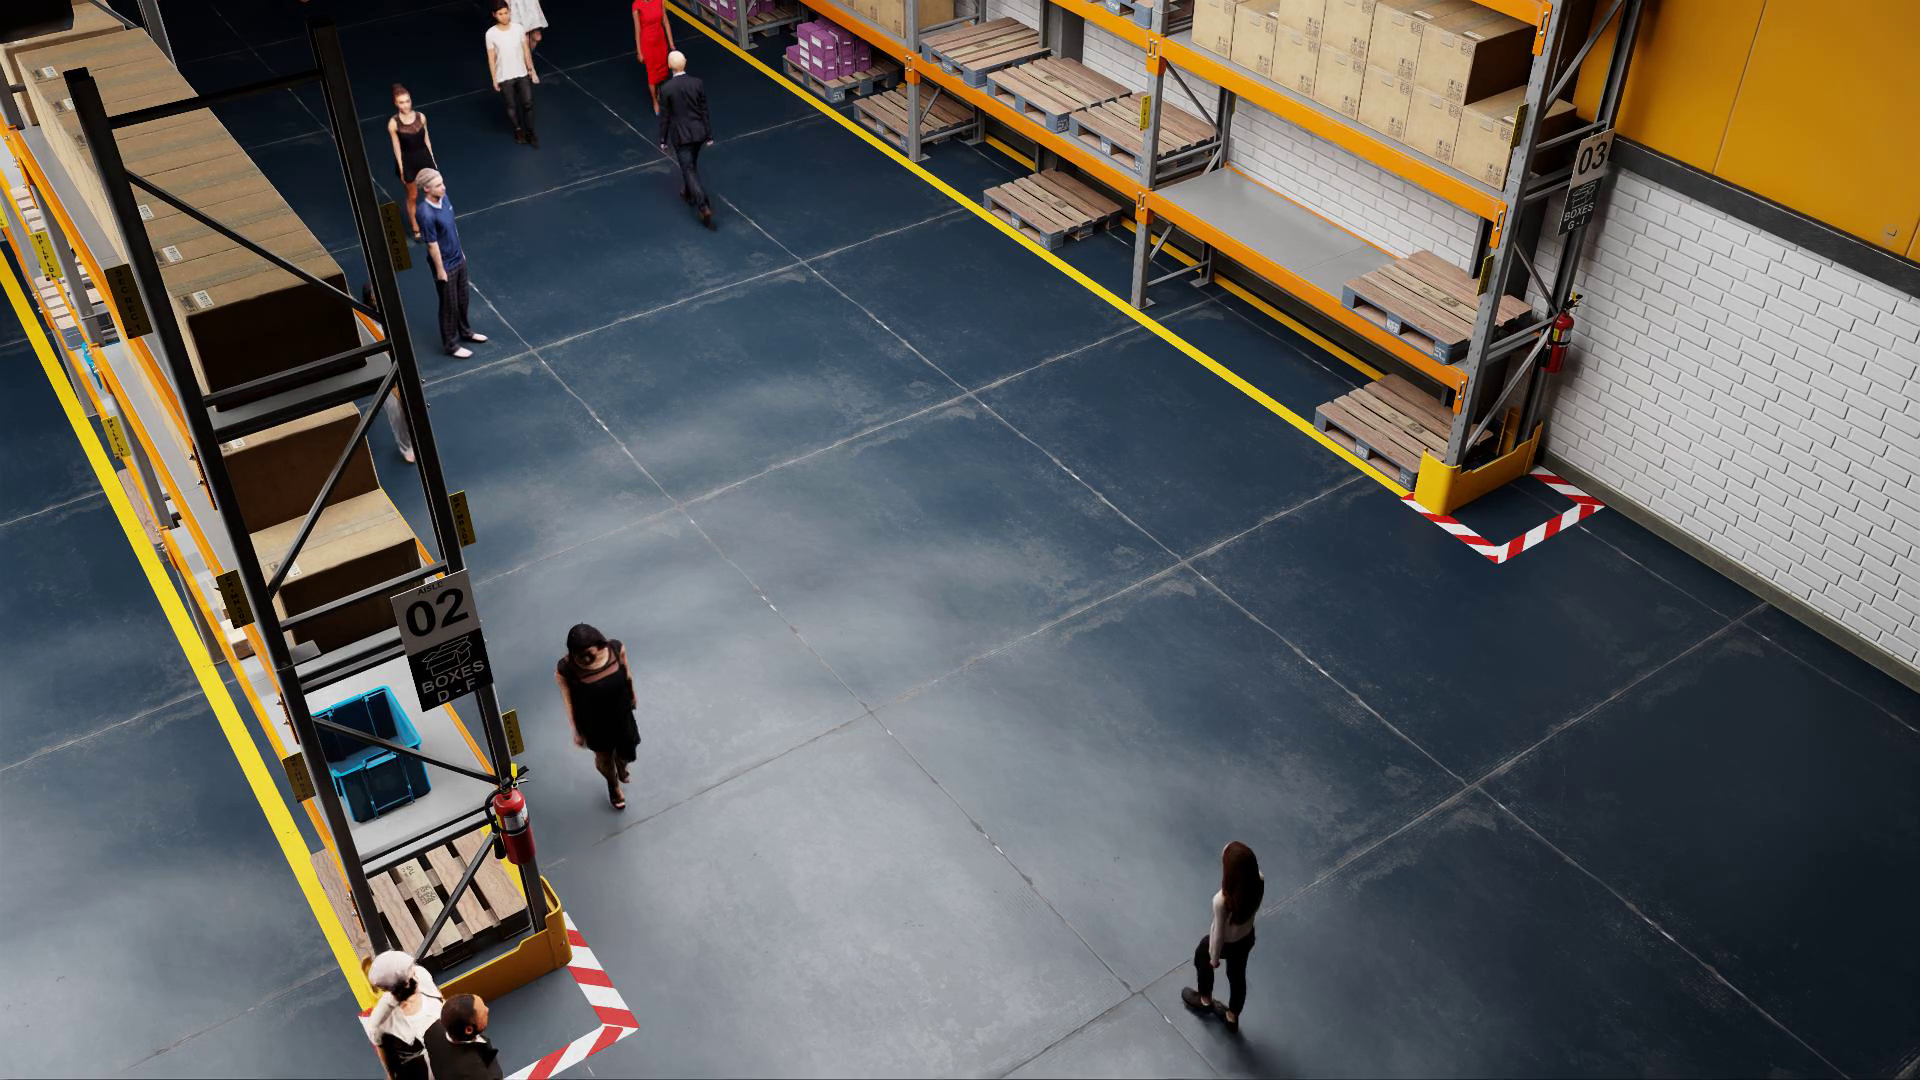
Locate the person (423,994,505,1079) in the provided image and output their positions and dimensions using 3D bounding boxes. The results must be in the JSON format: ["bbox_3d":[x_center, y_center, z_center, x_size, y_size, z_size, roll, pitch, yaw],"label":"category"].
[{"bbox_3d":[-2.523,3.010,8.376,0.764,1.882,0.814,31,48,33],"label":"person"}]

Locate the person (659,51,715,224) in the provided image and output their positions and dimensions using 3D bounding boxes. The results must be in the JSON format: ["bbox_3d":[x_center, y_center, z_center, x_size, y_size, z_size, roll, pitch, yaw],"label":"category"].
[{"bbox_3d":[-2.833,-4.215,17.511,0.730,1.770,1.166,-21,43,-24],"label":"person"}]

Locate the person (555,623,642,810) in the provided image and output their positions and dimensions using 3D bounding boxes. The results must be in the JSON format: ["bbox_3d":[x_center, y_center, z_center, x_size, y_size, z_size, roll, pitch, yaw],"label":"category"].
[{"bbox_3d":[-2.386,1.118,10.896,0.668,1.693,0.691,-23,44,-26],"label":"person"}]

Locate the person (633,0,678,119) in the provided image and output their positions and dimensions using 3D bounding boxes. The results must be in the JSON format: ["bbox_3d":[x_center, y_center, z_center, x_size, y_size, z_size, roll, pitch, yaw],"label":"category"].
[{"bbox_3d":[-3.601,-5.803,19.534,0.746,1.727,0.652,29,47,31],"label":"person"}]

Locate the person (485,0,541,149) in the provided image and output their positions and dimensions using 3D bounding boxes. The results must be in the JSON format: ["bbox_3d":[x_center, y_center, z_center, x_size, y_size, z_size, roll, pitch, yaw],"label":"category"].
[{"bbox_3d":[-5.142,-5.366,19.002,0.701,1.709,0.755,-17,41,-20],"label":"person"}]

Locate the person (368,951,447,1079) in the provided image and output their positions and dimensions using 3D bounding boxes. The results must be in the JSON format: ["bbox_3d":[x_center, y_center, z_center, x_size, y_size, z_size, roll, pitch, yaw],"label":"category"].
[{"bbox_3d":[-2.875,2.747,8.809,0.787,1.751,0.749,12,40,14],"label":"person"}]

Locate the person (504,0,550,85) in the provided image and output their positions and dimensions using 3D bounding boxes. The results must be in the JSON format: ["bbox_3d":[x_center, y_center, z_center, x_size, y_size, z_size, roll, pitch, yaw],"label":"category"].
[{"bbox_3d":[-5.371,-6.484,20.356,0.638,1.766,0.777,-21,43,-25],"label":"person"}]

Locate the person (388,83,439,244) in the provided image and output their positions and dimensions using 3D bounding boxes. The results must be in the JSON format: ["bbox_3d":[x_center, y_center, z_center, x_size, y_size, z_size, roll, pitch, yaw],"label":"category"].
[{"bbox_3d":[-5.626,-3.902,17.196,0.588,1.674,0.578,-28,46,-30],"label":"person"}]

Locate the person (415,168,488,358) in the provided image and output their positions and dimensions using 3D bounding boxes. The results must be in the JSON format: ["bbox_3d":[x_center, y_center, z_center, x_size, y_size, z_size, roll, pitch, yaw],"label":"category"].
[{"bbox_3d":[-4.765,-2.578,15.382,0.783,1.870,0.724,7,39,8],"label":"person"}]

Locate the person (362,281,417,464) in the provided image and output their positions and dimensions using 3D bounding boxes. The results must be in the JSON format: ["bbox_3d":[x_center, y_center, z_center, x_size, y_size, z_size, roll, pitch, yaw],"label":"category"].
[{"bbox_3d":[-4.834,-1.441,14.049,0.590,1.756,0.616,-22,44,-25],"label":"person"}]

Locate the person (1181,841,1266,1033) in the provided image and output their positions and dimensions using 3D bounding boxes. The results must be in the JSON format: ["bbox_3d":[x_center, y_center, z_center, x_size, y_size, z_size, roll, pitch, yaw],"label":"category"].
[{"bbox_3d":[1.613,2.328,9.558,0.552,1.471,0.611,-21,43,-24],"label":"person"}]
